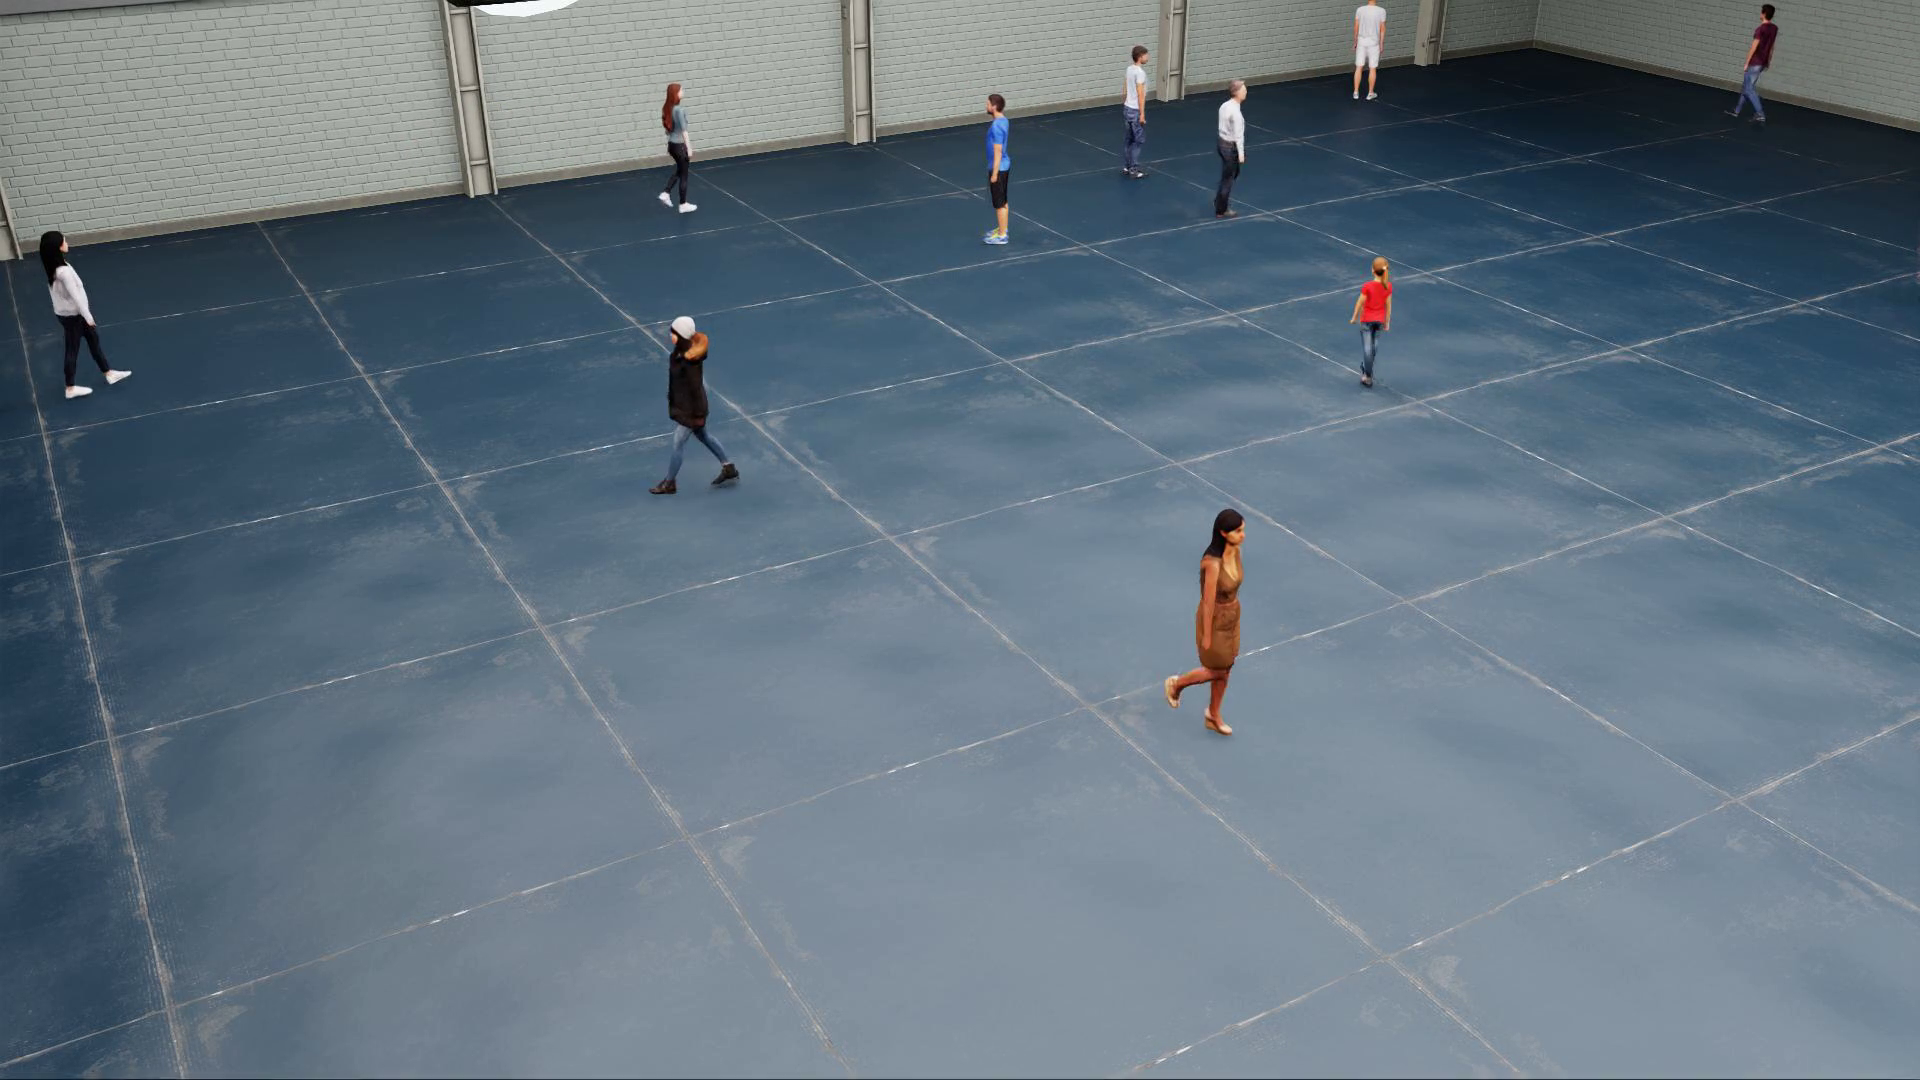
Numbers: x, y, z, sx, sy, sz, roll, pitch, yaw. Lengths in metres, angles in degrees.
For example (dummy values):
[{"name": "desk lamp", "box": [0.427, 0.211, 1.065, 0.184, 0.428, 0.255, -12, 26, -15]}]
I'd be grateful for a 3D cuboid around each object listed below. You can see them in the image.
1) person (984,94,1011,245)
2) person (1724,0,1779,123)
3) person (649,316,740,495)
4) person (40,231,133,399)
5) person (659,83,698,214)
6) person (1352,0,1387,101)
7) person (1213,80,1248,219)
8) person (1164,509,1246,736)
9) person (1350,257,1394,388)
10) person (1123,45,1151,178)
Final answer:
[{"name": "person", "box": [0.495, -4.699, 21.045, 0.741, 1.867, 0.702, 4, 28, 8]}, {"name": "person", "box": [12.933, -7.682, 26.887, 1.014, 1.822, 0.772, -17, 32, -30]}, {"name": "person", "box": [-2.269, -1.160, 14.466, 1.102, 1.598, 0.794, -8, 28, -16]}, {"name": "person", "box": [-8.849, -2.197, 16.393, 0.958, 1.677, 0.748, -21, 34, -35]}, {"name": "person", "box": [-3.812, -5.187, 22.141, 0.762, 1.732, 0.602, -17, 32, -30]}, {"name": "person", "box": [6.973, -8.489, 28.420, 0.767, 1.854, 0.790, 11, 29, 21]}, {"name": "person", "box": [3.496, -5.175, 22.035, 0.725, 1.808, 0.749, -7, 28, -13]}, {"name": "person", "box": [1.644, 0.548, 11.063, 0.793, 1.677, 0.791, 19, 33, 33]}, {"name": "person", "box": [4.192, -2.179, 16.779, 0.747, 1.293, 0.704, -5, 28, -10]}, {"name": "person", "box": [2.503, -6.157, 23.882, 0.616, 1.862, 0.710, -13, 30, -24]}]
